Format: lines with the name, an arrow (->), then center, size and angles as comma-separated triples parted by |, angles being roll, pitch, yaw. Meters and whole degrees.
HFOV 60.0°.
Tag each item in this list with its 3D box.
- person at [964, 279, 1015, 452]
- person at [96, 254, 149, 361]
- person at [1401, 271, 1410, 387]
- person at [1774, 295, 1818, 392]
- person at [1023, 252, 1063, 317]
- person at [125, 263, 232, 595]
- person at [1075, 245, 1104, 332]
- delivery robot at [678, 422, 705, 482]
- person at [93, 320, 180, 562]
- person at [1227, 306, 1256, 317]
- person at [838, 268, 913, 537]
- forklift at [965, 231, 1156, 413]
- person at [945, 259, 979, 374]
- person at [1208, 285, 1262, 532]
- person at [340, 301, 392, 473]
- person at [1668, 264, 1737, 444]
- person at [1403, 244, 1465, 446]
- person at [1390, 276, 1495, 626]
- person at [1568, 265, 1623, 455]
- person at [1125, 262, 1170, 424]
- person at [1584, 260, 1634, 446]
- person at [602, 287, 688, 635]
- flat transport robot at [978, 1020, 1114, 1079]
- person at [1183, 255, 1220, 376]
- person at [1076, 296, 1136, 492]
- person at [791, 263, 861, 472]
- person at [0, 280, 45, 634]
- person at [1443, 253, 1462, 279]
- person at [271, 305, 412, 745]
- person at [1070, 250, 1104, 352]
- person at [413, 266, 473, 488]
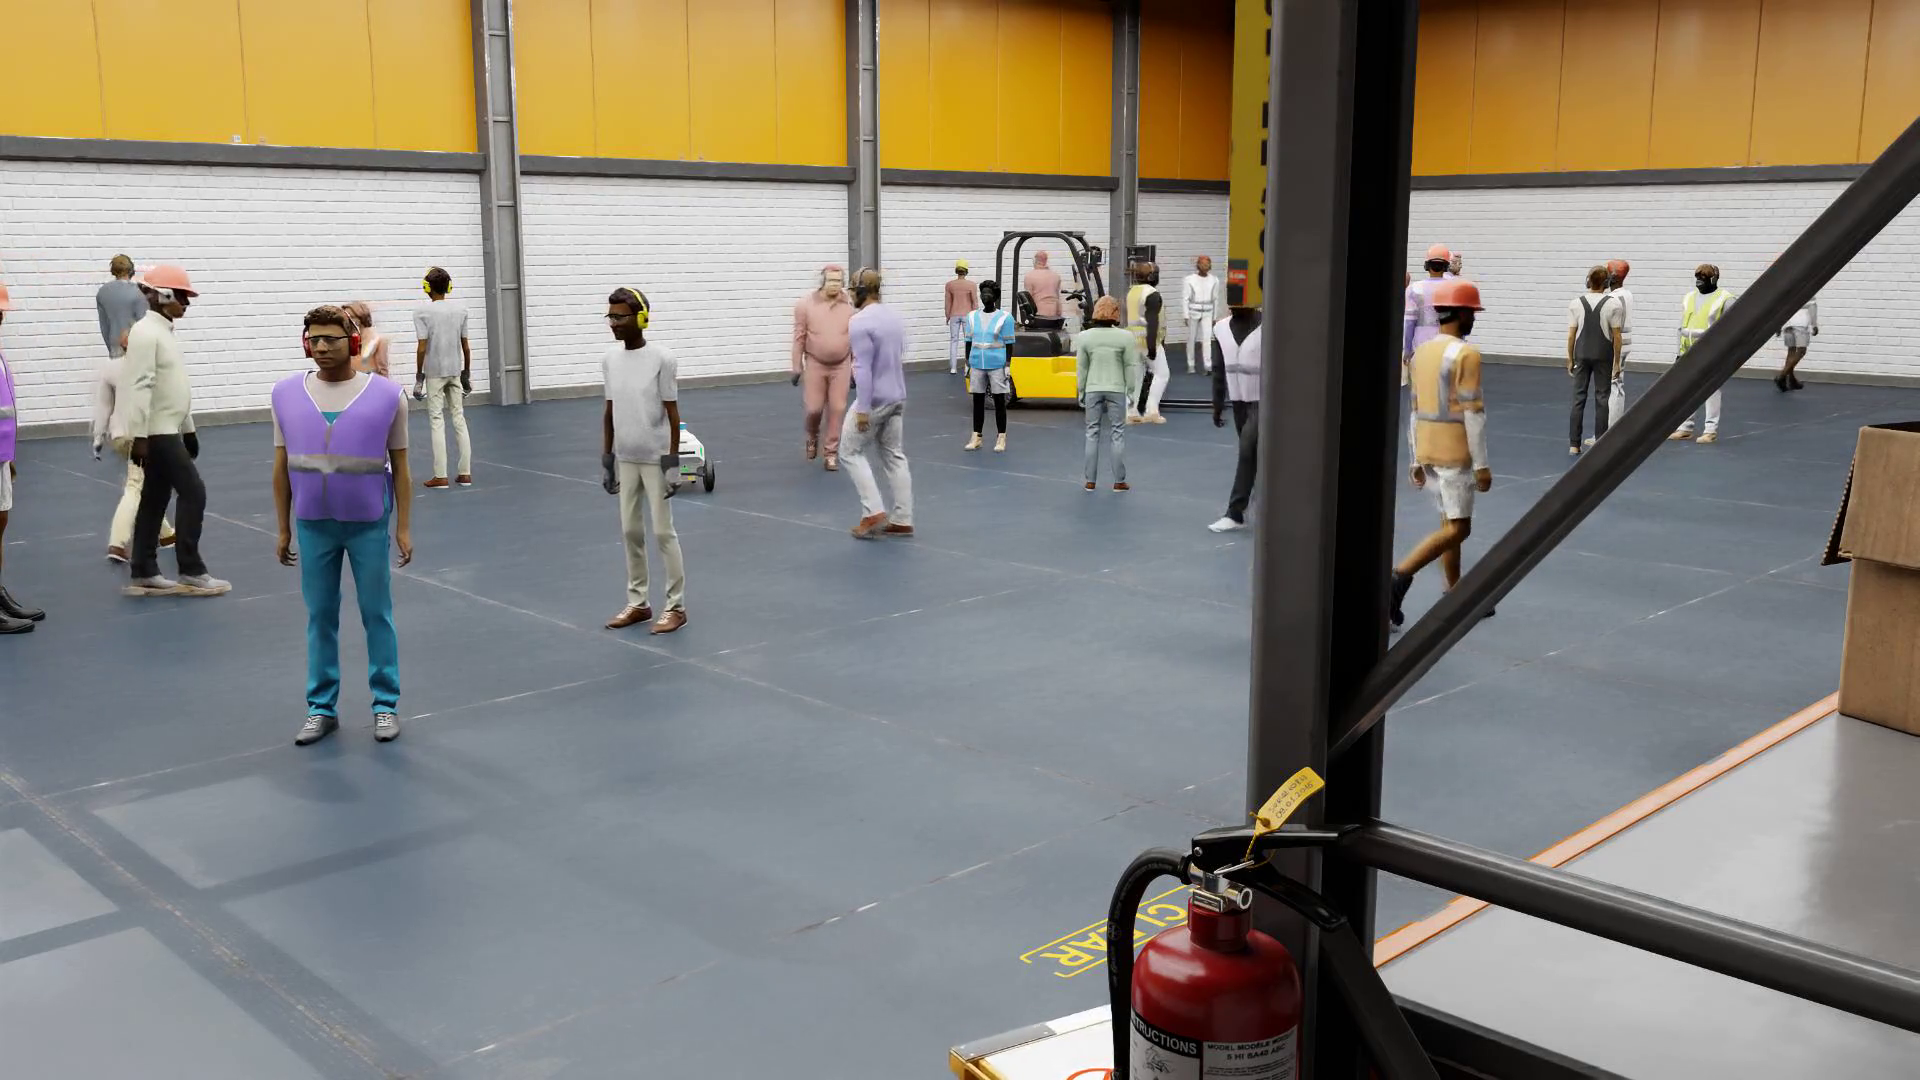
person -> 0.281, -1.714, 16.422 | 0.535, 1.700, 0.318 | 4, 11, 23
person -> -8.629, -1.994, 17.298 | 0.631, 1.940, 0.372 | 3, 11, 16
person -> 6.195, -2.967, 23.405 | 0.309, 1.645, 0.515 | 5, 12, 27
person -> 11.438, -2.989, 22.797 | 0.786, 1.915, 0.566 | -5, 12, -27
person -> 1.233, -3.370, 24.961 | 0.742, 1.879, 0.507 | -7, 12, -33
person -> -4.633, -0.642, 9.854 | 0.756, 1.959, 0.643 | -3, 11, -14
person -> 2.166, -3.866, 27.433 | 0.367, 1.962, 0.613 | -9, 14, -41
delivery robot -> -2.360, -0.748, 14.020 | 0.477, 0.478, 0.707 | -3, 11, -15
person -> -5.465, -0.662, 11.020 | 0.552, 1.572, 0.875 | 2, 11, 12
person -> 4.476, -3.631, 26.715 | 0.582, 1.748, 0.531 | -8, 13, -37
person -> -0.576, -0.953, 11.735 | 0.507, 1.908, 0.635 | 5, 11, 25
forklift -> 1.222, -2.721, 20.561 | 2.313, 2.155, 1.214 | 2, 11, 13
person -> 0.032, -3.422, 25.557 | 0.535, 1.766, 0.321 | 3, 11, 16
person -> 2.176, -1.017, 12.212 | 0.974, 1.863, 0.656 | -10, 14, -43
person -> -4.851, -1.156, 13.634 | 0.523, 1.612, 0.729 | 4, 11, 19
person -> 7.648, -1.917, 17.139 | 0.429, 1.842, 0.629 | -6, 12, -29
person -> 4.763, -1.943, 16.726 | 0.605, 2.045, 0.379 | 2, 11, 9
person -> 2.619, -0.470, 9.046 | 0.801, 1.915, 0.578 | -2, 11, -11
person -> 6.126, -1.723, 16.074 | 0.506, 1.847, 0.346 | 7, 12, 33
person -> 2.128, -2.205, 18.740 | 0.584, 1.826, 0.651 | -4, 11, -21
person -> 6.611, -1.890, 16.877 | 0.356, 1.885, 0.574 | 7, 13, 35
person -> -1.708, -0.418, 8.933 | 0.515, 1.862, 0.352 | 6, 12, 29
flat transport robot -> 0.632, 1.289, 3.945 | 1.431, 0.197, 0.652 | -6, 12, -30
person -> 3.685, -3.429, 25.464 | 0.583, 1.831, 1.039 | -1, 10, -4
person -> 1.215, -1.212, 13.863 | 0.499, 1.633, 0.286 | 2, 11, 13
person -> -1.211, -1.580, 15.183 | 0.674, 1.883, 0.543 | -2, 11, -13
person -> -5.214, -0.463, 8.966 | 0.376, 1.932, 0.543 | -3, 11, -14
person -> 6.353, -2.773, 21.640 | 0.403, 1.904, 0.652 | 1, 10, 4
person -> -2.593, -0.064, 7.023 | 0.563, 1.847, 0.390 | -1, 10, -7
person -> 2.004, -3.700, 26.710 | 0.576, 1.900, 0.633 | 0, 10, 1
person -> -4.391, -1.372, 14.094 | 0.314, 1.869, 0.537 | 10, 14, 43
